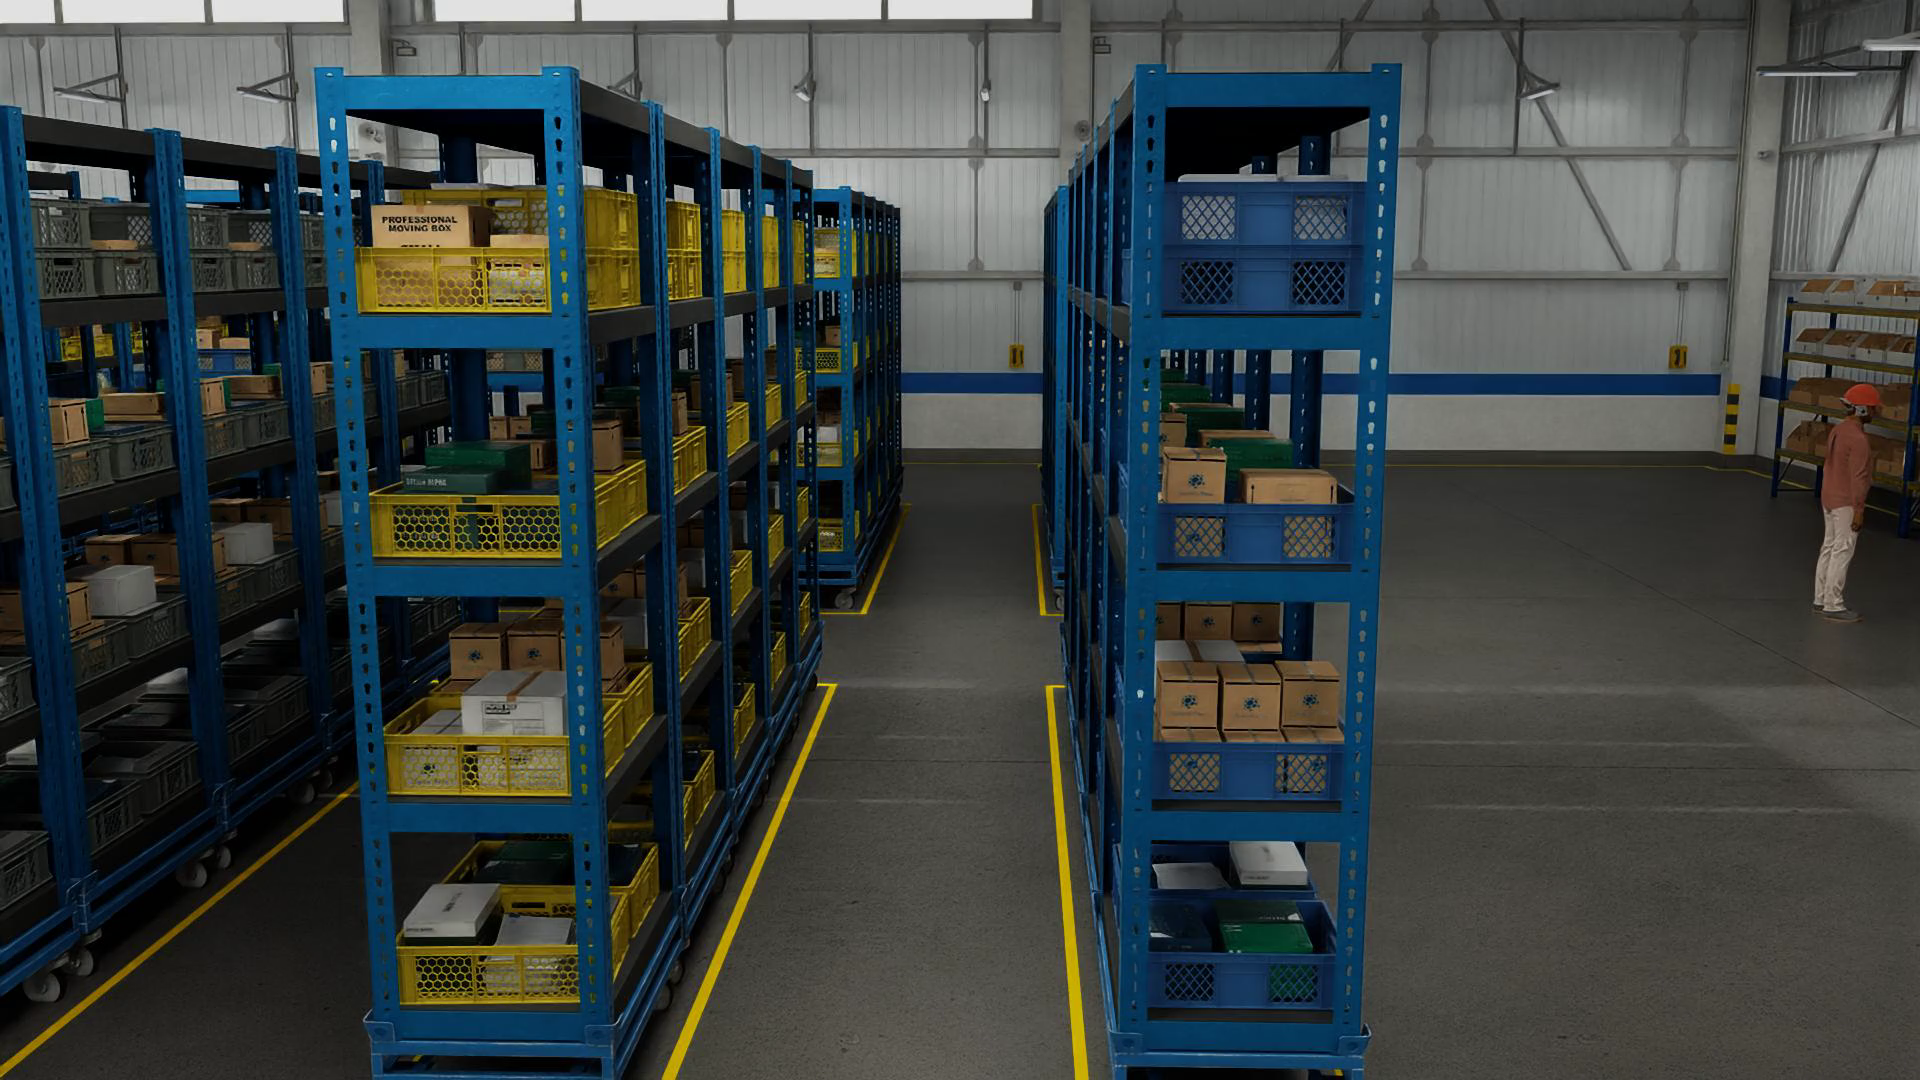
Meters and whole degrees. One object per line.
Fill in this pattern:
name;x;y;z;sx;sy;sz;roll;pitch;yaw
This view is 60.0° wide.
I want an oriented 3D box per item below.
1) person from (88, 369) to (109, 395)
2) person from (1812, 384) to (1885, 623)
person;-11.375;-1.555;21.698;0.797;1.801;0.607;-2;10;-10
person;7.399;-0.306;13.848;0.401;1.987;0.608;1;10;7
